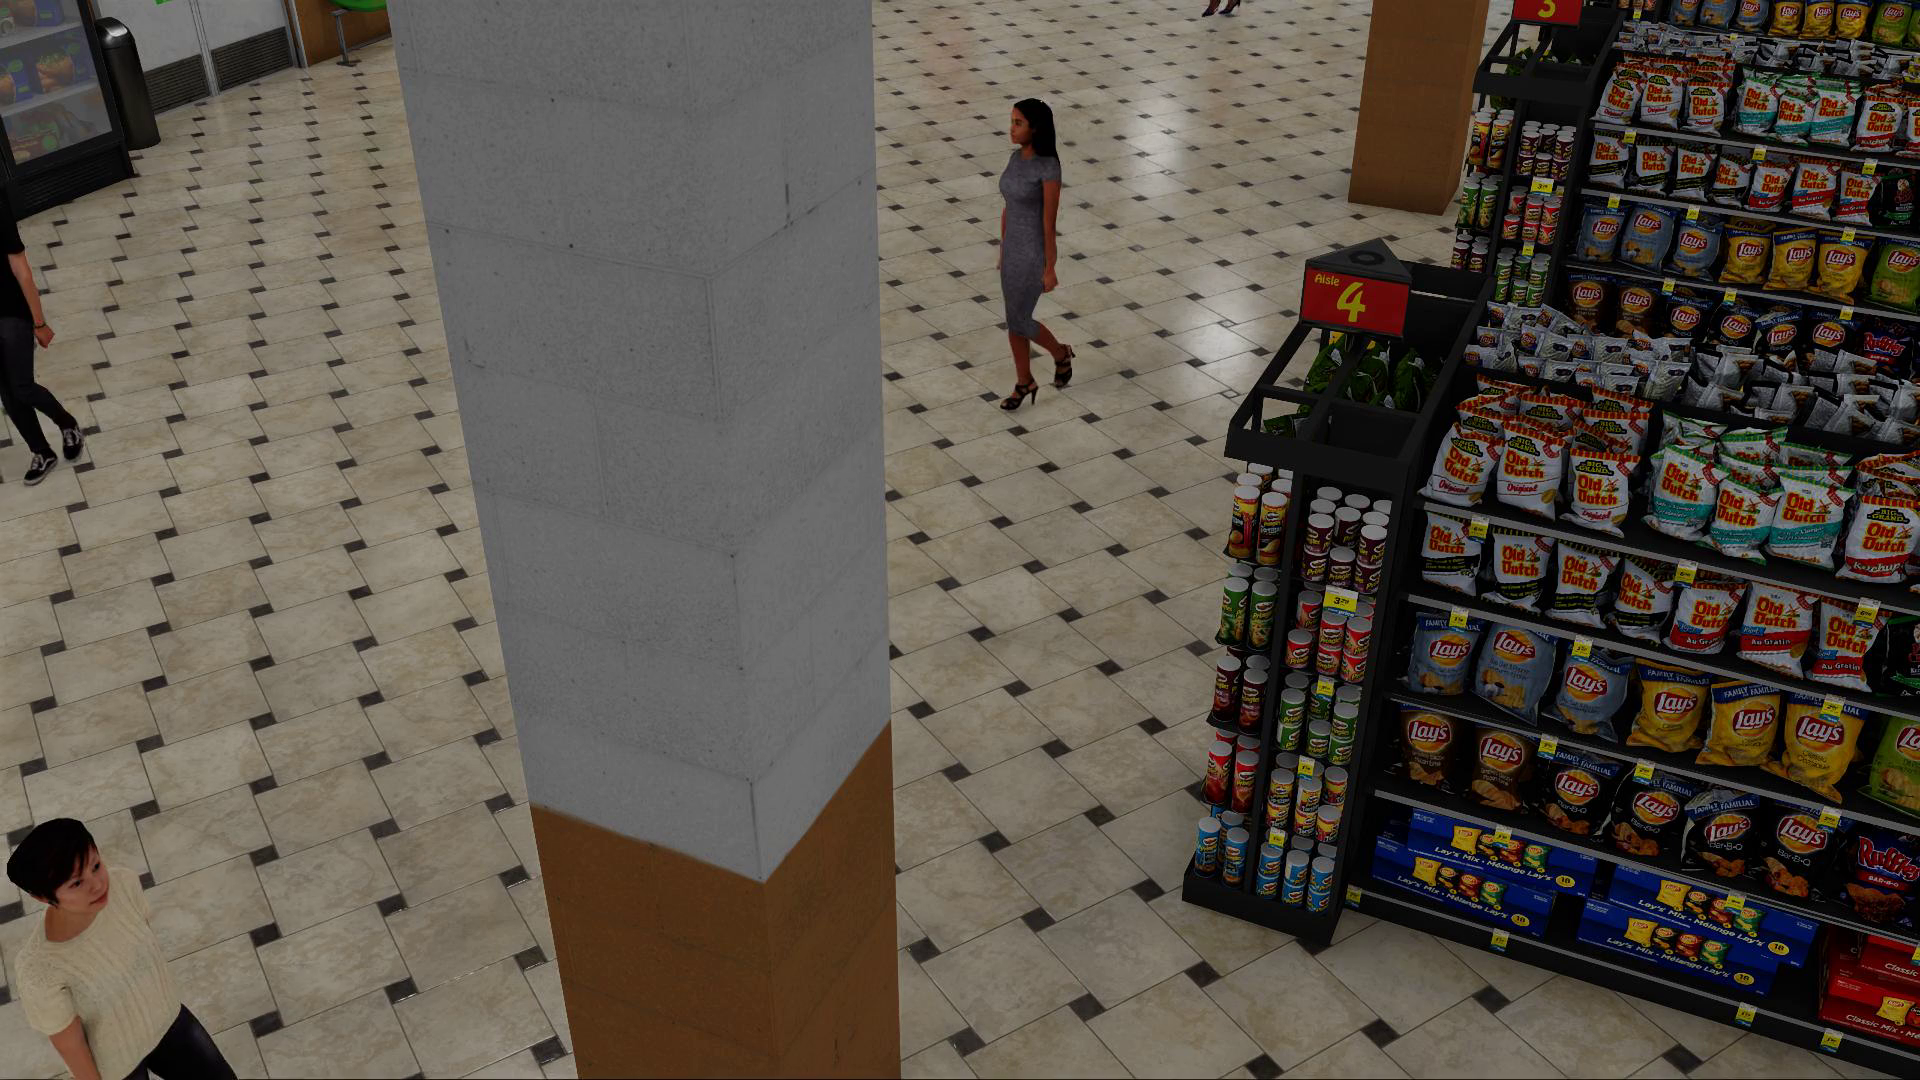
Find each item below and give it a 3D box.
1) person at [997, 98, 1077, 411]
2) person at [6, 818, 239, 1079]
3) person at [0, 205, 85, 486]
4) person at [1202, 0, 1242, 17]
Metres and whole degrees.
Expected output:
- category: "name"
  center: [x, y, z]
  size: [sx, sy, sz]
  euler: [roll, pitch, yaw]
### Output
- category: "person"
  center: [0.447, -1.526, 9.075]
  size: [0.850, 1.767, 0.806]
  euler: [-18, 36, -26]
- category: "person"
  center: [-2.349, 1.378, 4.589]
  size: [0.615, 1.576, 0.630]
  euler: [9, 33, 15]
- category: "person"
  center: [-4.877, -1.188, 8.481]
  size: [0.717, 1.820, 0.799]
  euler: [2, 32, 3]
- category: "person"
  center: [2.723, -6.053, 16.387]
  size: [0.853, 1.728, 0.798]
  euler: [-12, 34, -19]
